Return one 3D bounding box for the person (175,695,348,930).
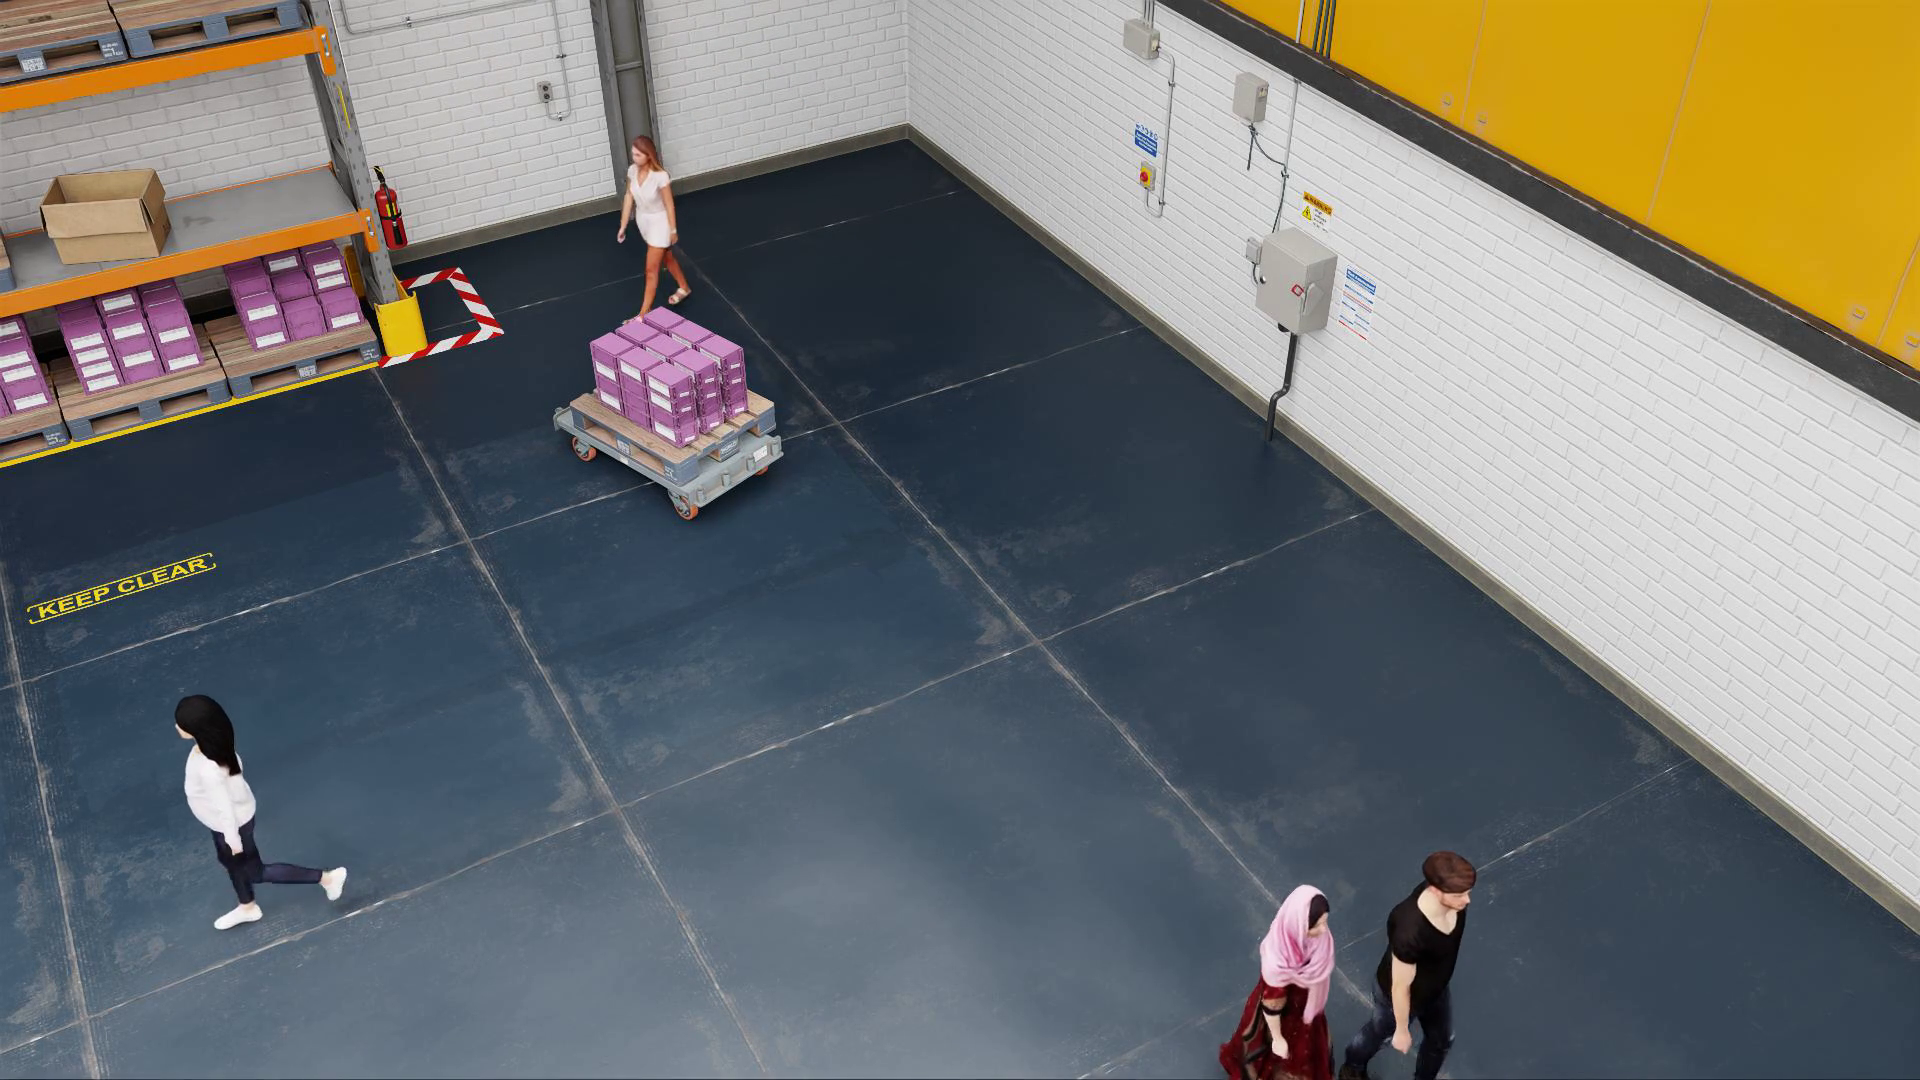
[{"bbox_3d":[-3.808,1.463,8.903,1.018,1.681,0.712,-14,41,-16],"label":"person"}]

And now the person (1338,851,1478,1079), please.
[{"bbox_3d":[2.086,2.085,7.967,0.892,1.876,0.869,-30,47,-32],"label":"person"}]

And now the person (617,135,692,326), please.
[{"bbox_3d":[-2.528,-2.669,14.103,0.901,1.647,1.187,25,45,28],"label":"person"}]

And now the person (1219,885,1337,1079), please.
[{"bbox_3d":[1.514,2.219,8.017,0.949,1.605,0.808,-29,47,-31],"label":"person"}]
